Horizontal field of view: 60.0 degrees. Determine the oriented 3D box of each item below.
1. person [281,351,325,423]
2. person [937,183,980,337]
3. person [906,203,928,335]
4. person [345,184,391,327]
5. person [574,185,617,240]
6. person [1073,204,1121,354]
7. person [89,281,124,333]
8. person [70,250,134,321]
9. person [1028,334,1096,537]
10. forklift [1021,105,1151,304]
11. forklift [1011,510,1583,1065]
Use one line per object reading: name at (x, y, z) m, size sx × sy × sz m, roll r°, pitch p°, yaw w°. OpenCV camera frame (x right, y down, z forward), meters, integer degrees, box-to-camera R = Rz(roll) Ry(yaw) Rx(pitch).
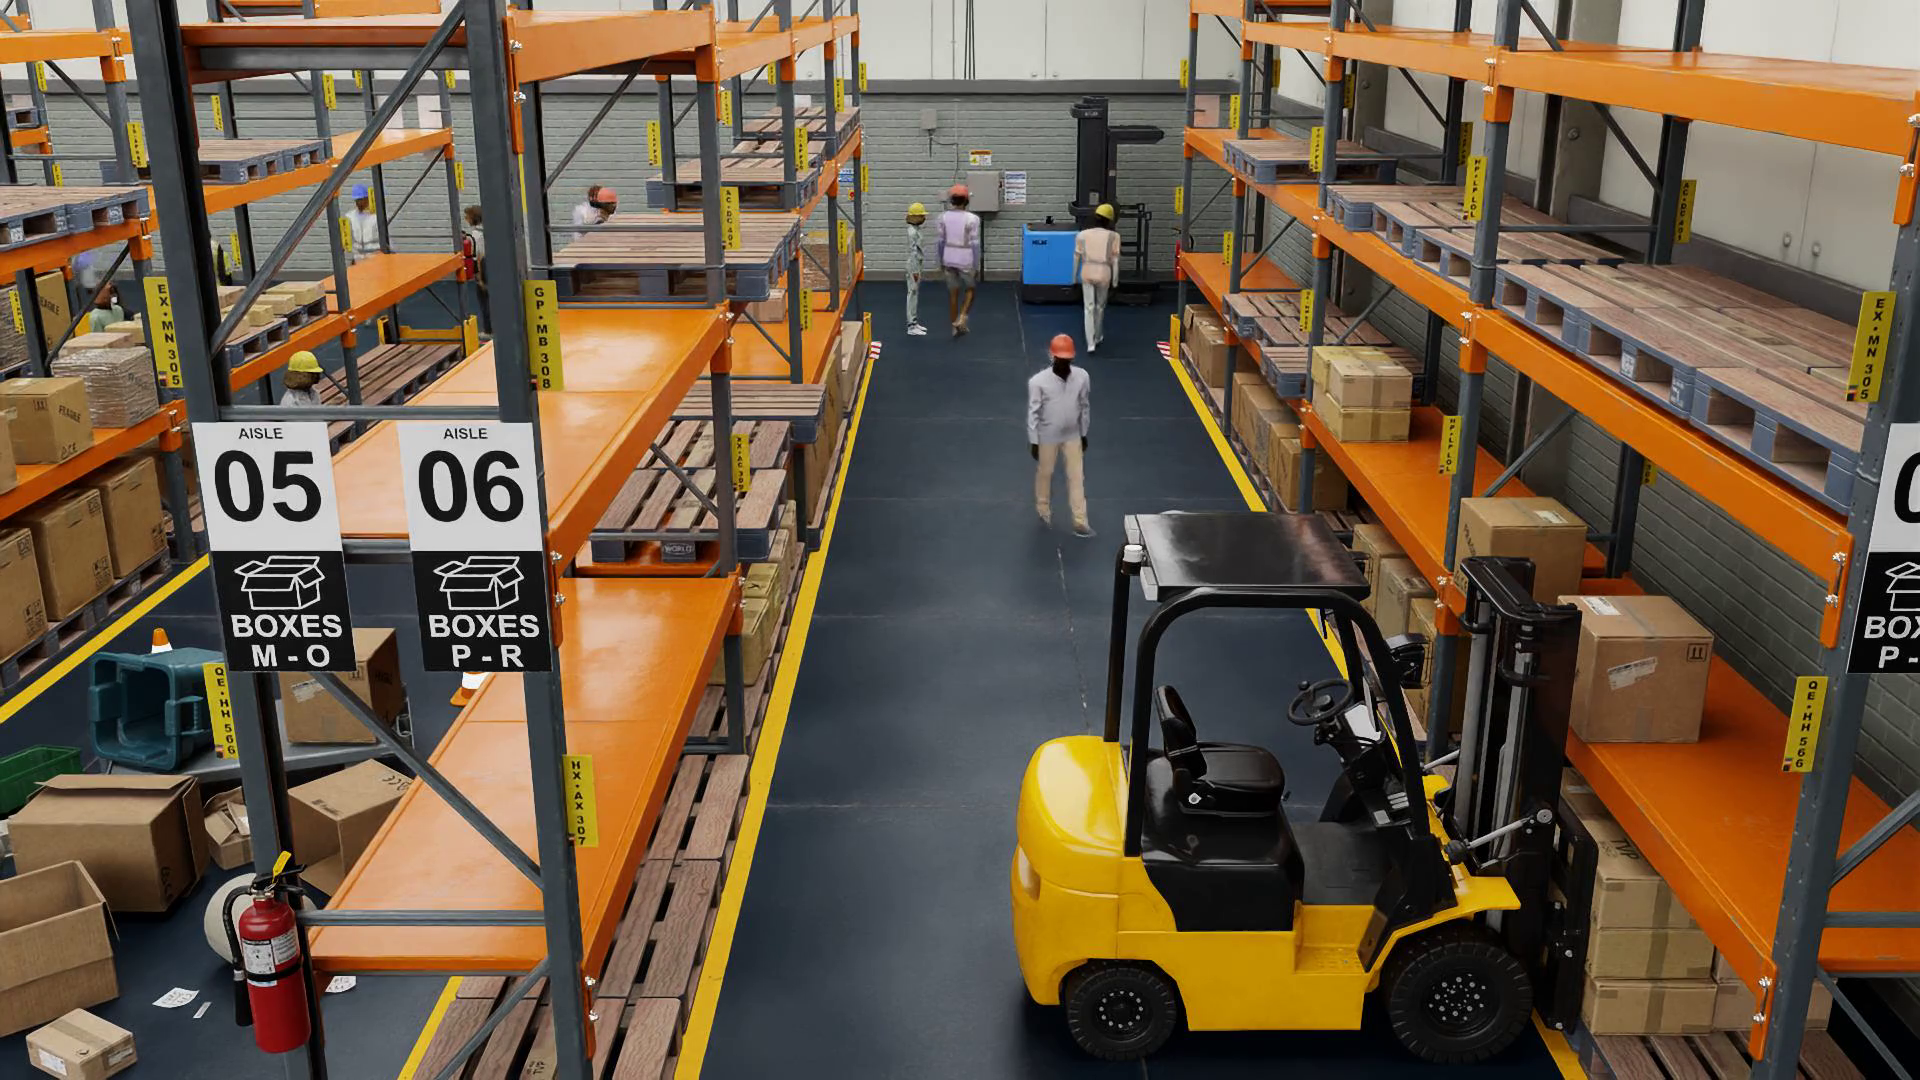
person at (-5.160, -0.649, 13.256) m, size 0.321 × 1.737 × 0.483 m, roll 3°, pitch 19°, yaw 9°
person at (-0.002, -3.693, 22.016) m, size 0.615 × 2.015 × 0.415 m, roll 7°, pitch 20°, yaw 20°
person at (-0.574, -3.628, 22.241) m, size 0.296 × 1.745 × 0.484 m, roll 1°, pitch 18°, yaw 2°
person at (-8.075, -3.901, 22.767) m, size 0.627 × 1.936 × 0.585 m, roll 2°, pitch 18°, yaw 5°
person at (-5.181, -4.159, 23.789) m, size 0.626 × 1.795 × 0.975 m, roll -5°, pitch 19°, yaw -15°
person at (1.733, -3.323, 21.157) m, size 0.617 × 1.860 × 0.984 m, roll 4°, pitch 19°, yaw 11°
person at (-8.667, -1.844, 17.039) m, size 0.279 × 1.624 × 0.494 m, roll 2°, pitch 18°, yaw 6°
person at (-11.730, -3.731, 22.312) m, size 0.905 × 1.910 × 0.539 m, roll -13°, pitch 23°, yaw -35°
person at (0.862, -0.861, 13.920) m, size 0.594 × 1.711 × 0.847 m, roll -6°, pitch 19°, yaw -17°
forklift at (1.857, -4.944, 24.441) m, size 1.873 × 2.768 × 1.129 m, roll 0°, pitch 18°, yaw 0°
forklift at (1.387, 1.055, 7.378) m, size 2.313 × 2.155 × 1.214 m, roll 0°, pitch 18°, yaw 0°
